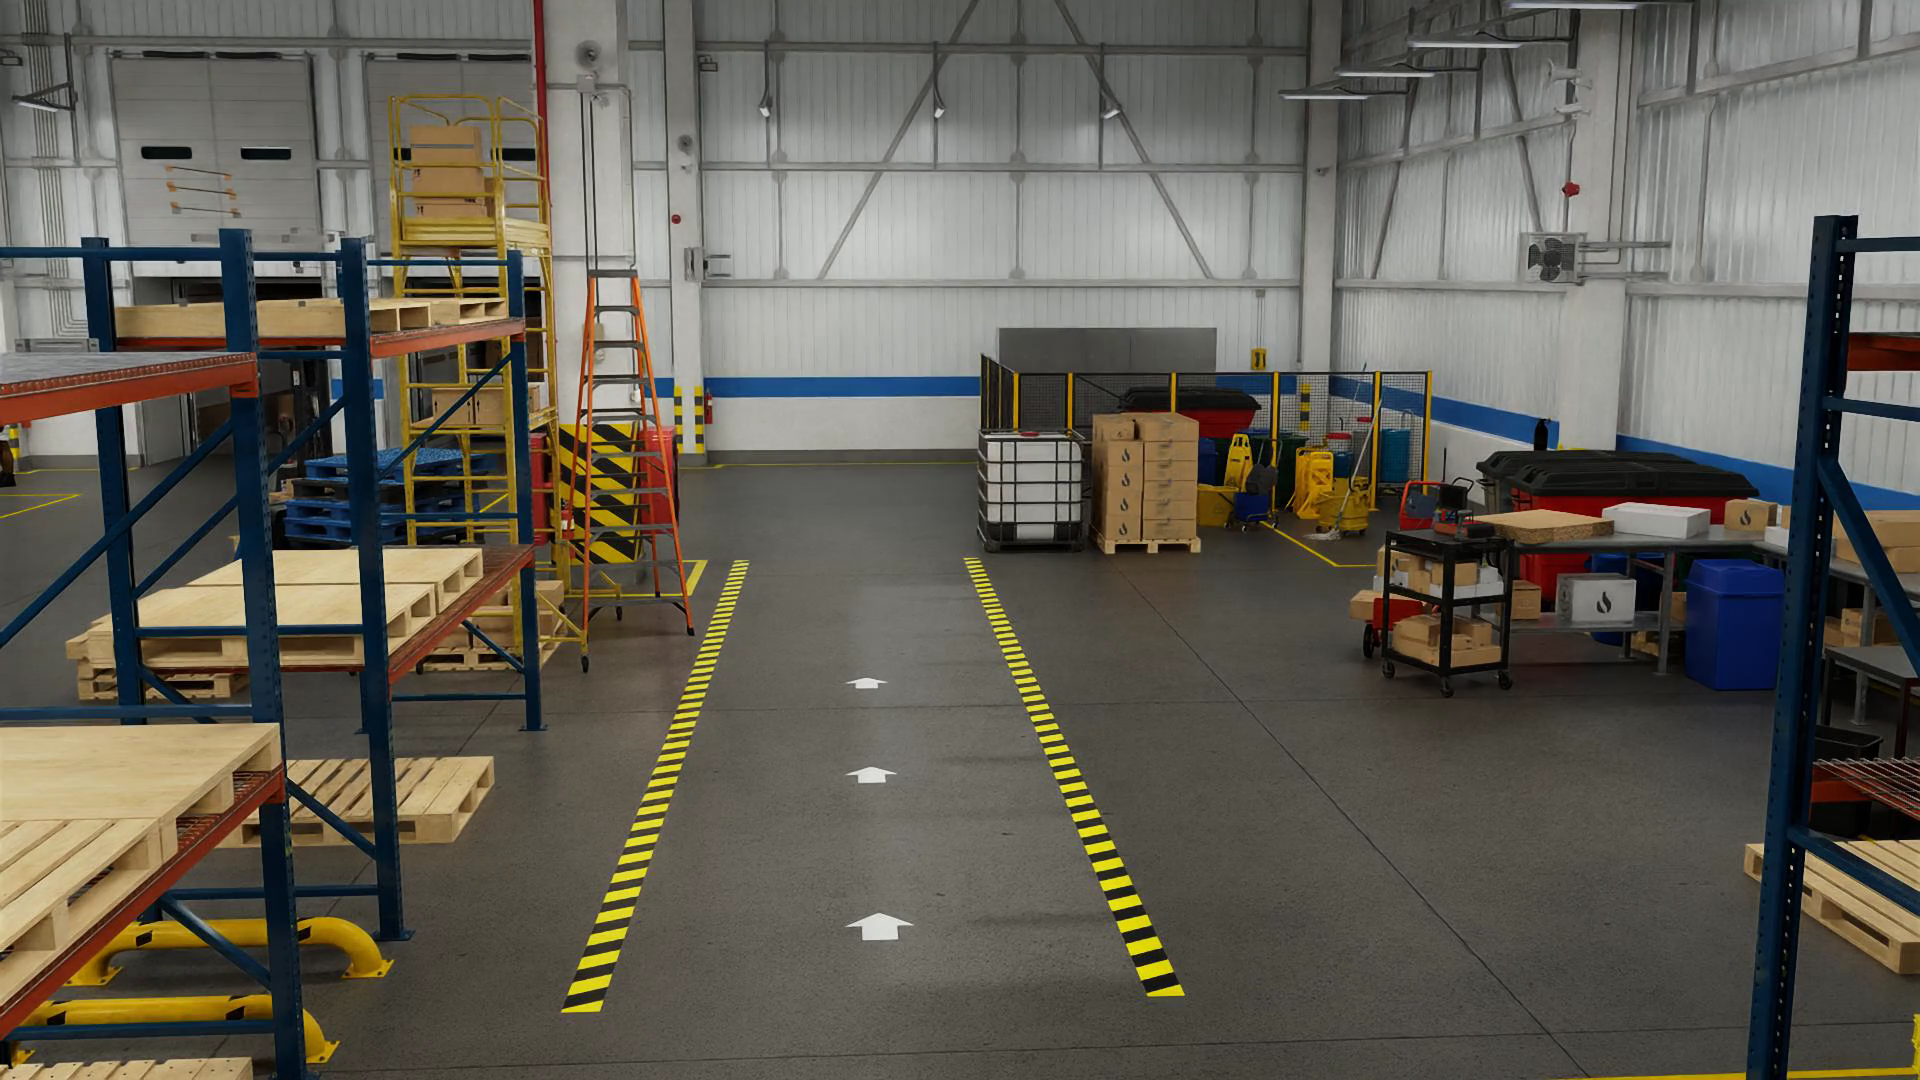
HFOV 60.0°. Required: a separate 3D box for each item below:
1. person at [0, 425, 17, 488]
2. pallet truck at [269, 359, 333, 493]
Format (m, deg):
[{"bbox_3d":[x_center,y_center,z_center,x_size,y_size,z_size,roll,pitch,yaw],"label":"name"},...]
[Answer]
[{"bbox_3d":[-13.130,-1.674,22.628,0.389,1.930,0.544,-8,12,-42],"label":"person"},{"bbox_3d":[-7.062,-1.131,18.996,1.885,1.965,0.823,2,9,13],"label":"pallet truck"}]
